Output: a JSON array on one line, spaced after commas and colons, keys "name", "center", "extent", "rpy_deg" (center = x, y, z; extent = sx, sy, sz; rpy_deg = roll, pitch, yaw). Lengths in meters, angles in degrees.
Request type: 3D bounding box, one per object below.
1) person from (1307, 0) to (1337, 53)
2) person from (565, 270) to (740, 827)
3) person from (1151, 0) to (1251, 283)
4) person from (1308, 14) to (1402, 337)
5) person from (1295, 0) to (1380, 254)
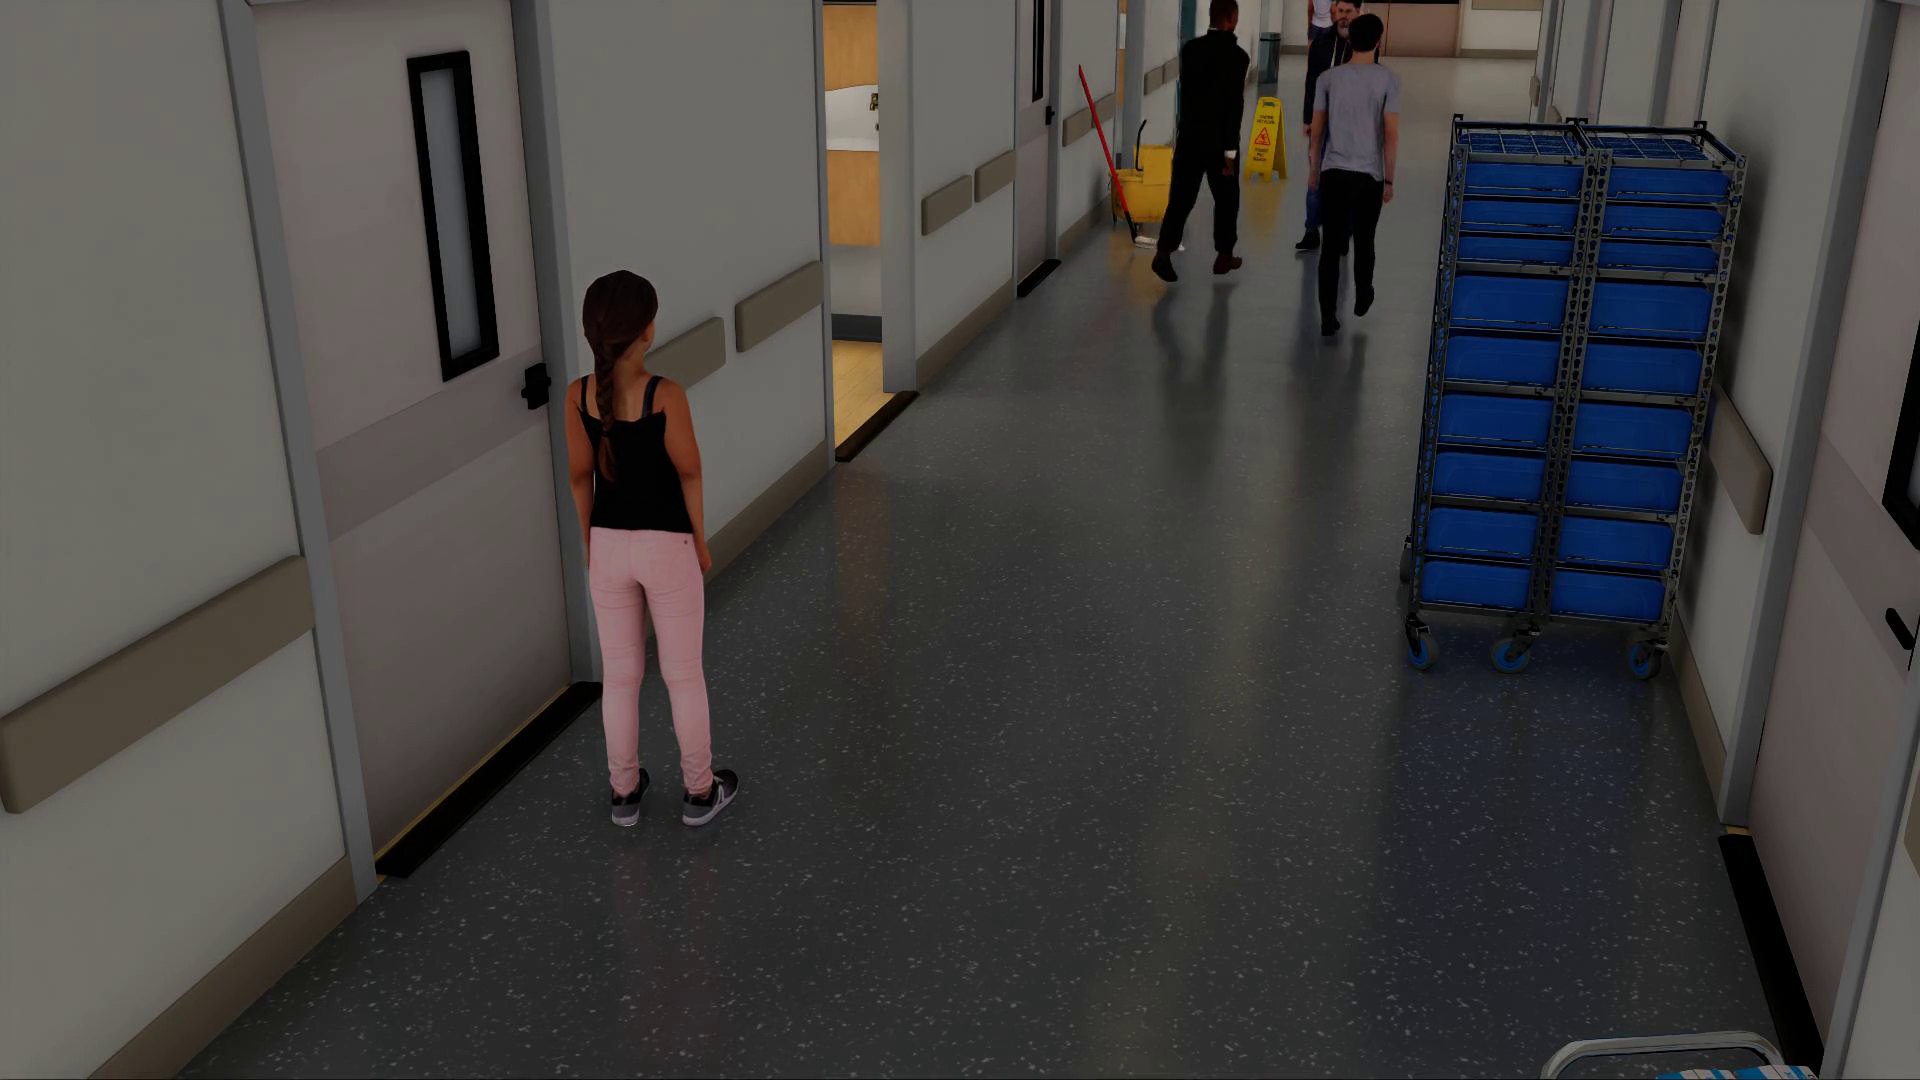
[{"name": "person", "center": [5.249, -7.430, 24.139], "extent": [0.596, 1.624, 0.533], "rpy_deg": [7, 22, 18]}, {"name": "person", "center": [-0.853, 0.042, 4.494], "extent": [0.547, 1.566, 0.543], "rpy_deg": [3, 21, 7]}, {"name": "person", "center": [1.605, -2.643, 11.154], "extent": [0.958, 1.870, 1.326], "rpy_deg": [13, 24, 31]}, {"name": "person", "center": [2.267, -2.087, 9.753], "extent": [0.799, 1.823, 1.172], "rpy_deg": [9, 22, 21]}, {"name": "person", "center": [2.793, -3.089, 12.299], "extent": [0.711, 1.892, 0.632], "rpy_deg": [10, 23, 24]}]
